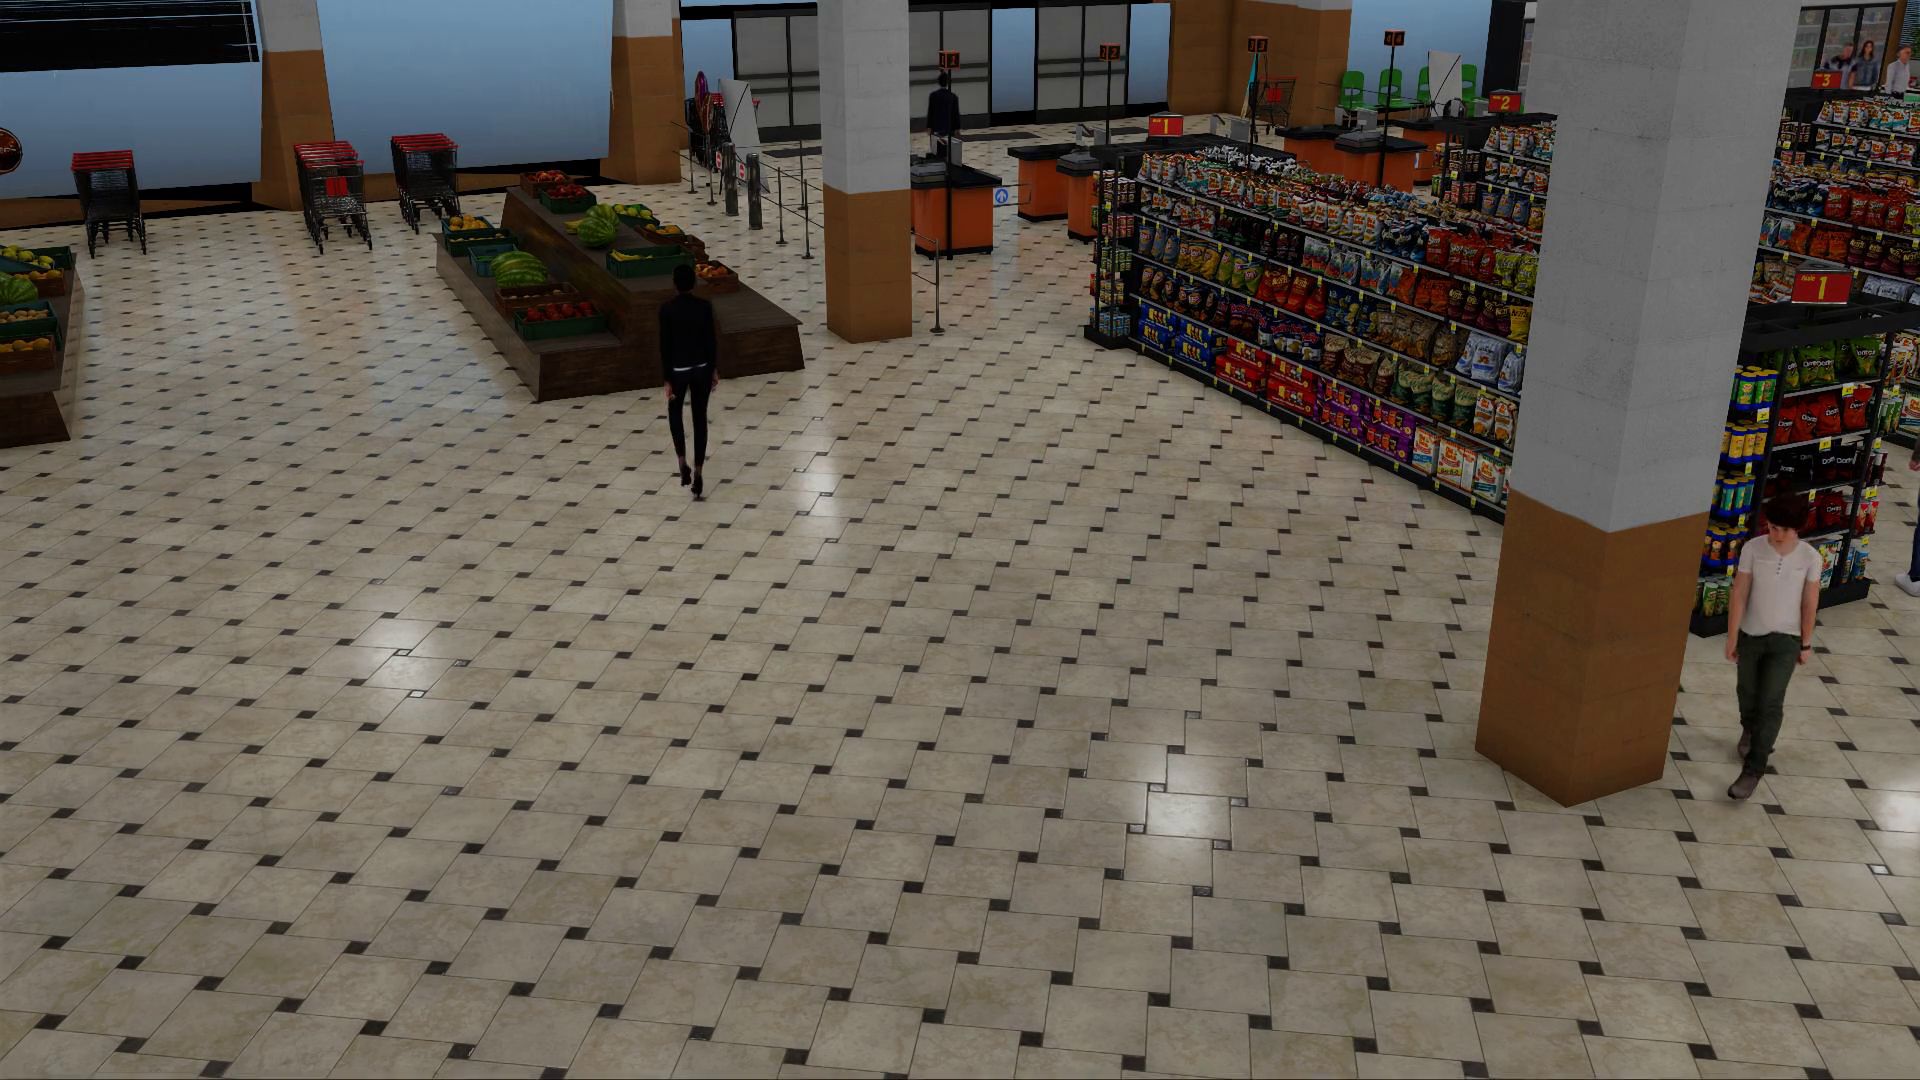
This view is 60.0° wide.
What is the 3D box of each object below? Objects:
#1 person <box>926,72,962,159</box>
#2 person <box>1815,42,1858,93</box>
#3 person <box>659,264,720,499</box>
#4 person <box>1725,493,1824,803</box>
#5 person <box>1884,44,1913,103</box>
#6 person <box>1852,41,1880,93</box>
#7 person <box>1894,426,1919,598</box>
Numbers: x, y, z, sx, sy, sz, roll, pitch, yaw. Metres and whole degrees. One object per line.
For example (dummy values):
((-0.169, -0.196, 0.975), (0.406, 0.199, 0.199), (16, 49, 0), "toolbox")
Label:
((-0.284, -6.291, 25.596), (0.849, 1.712, 0.907), (6, 23, 15), "person")
((15.476, -7.875, 29.458), (1.315, 1.772, 1.261), (14, 26, 30), "person")
((-2.055, -1.192, 12.760), (0.658, 1.822, 0.667), (-6, 23, -14), "person")
((4.286, 0.499, 8.824), (1.050, 1.619, 0.945), (14, 26, 31), "person")
((16.325, -7.739, 29.068), (0.648, 1.812, 0.542), (-11, 24, -26), "person")
((16.672, -8.357, 30.796), (1.079, 1.669, 1.187), (6, 23, 15), "person")
((6.590, -0.508, 11.002), (0.788, 1.864, 0.807), (5, 22, 11), "person")
